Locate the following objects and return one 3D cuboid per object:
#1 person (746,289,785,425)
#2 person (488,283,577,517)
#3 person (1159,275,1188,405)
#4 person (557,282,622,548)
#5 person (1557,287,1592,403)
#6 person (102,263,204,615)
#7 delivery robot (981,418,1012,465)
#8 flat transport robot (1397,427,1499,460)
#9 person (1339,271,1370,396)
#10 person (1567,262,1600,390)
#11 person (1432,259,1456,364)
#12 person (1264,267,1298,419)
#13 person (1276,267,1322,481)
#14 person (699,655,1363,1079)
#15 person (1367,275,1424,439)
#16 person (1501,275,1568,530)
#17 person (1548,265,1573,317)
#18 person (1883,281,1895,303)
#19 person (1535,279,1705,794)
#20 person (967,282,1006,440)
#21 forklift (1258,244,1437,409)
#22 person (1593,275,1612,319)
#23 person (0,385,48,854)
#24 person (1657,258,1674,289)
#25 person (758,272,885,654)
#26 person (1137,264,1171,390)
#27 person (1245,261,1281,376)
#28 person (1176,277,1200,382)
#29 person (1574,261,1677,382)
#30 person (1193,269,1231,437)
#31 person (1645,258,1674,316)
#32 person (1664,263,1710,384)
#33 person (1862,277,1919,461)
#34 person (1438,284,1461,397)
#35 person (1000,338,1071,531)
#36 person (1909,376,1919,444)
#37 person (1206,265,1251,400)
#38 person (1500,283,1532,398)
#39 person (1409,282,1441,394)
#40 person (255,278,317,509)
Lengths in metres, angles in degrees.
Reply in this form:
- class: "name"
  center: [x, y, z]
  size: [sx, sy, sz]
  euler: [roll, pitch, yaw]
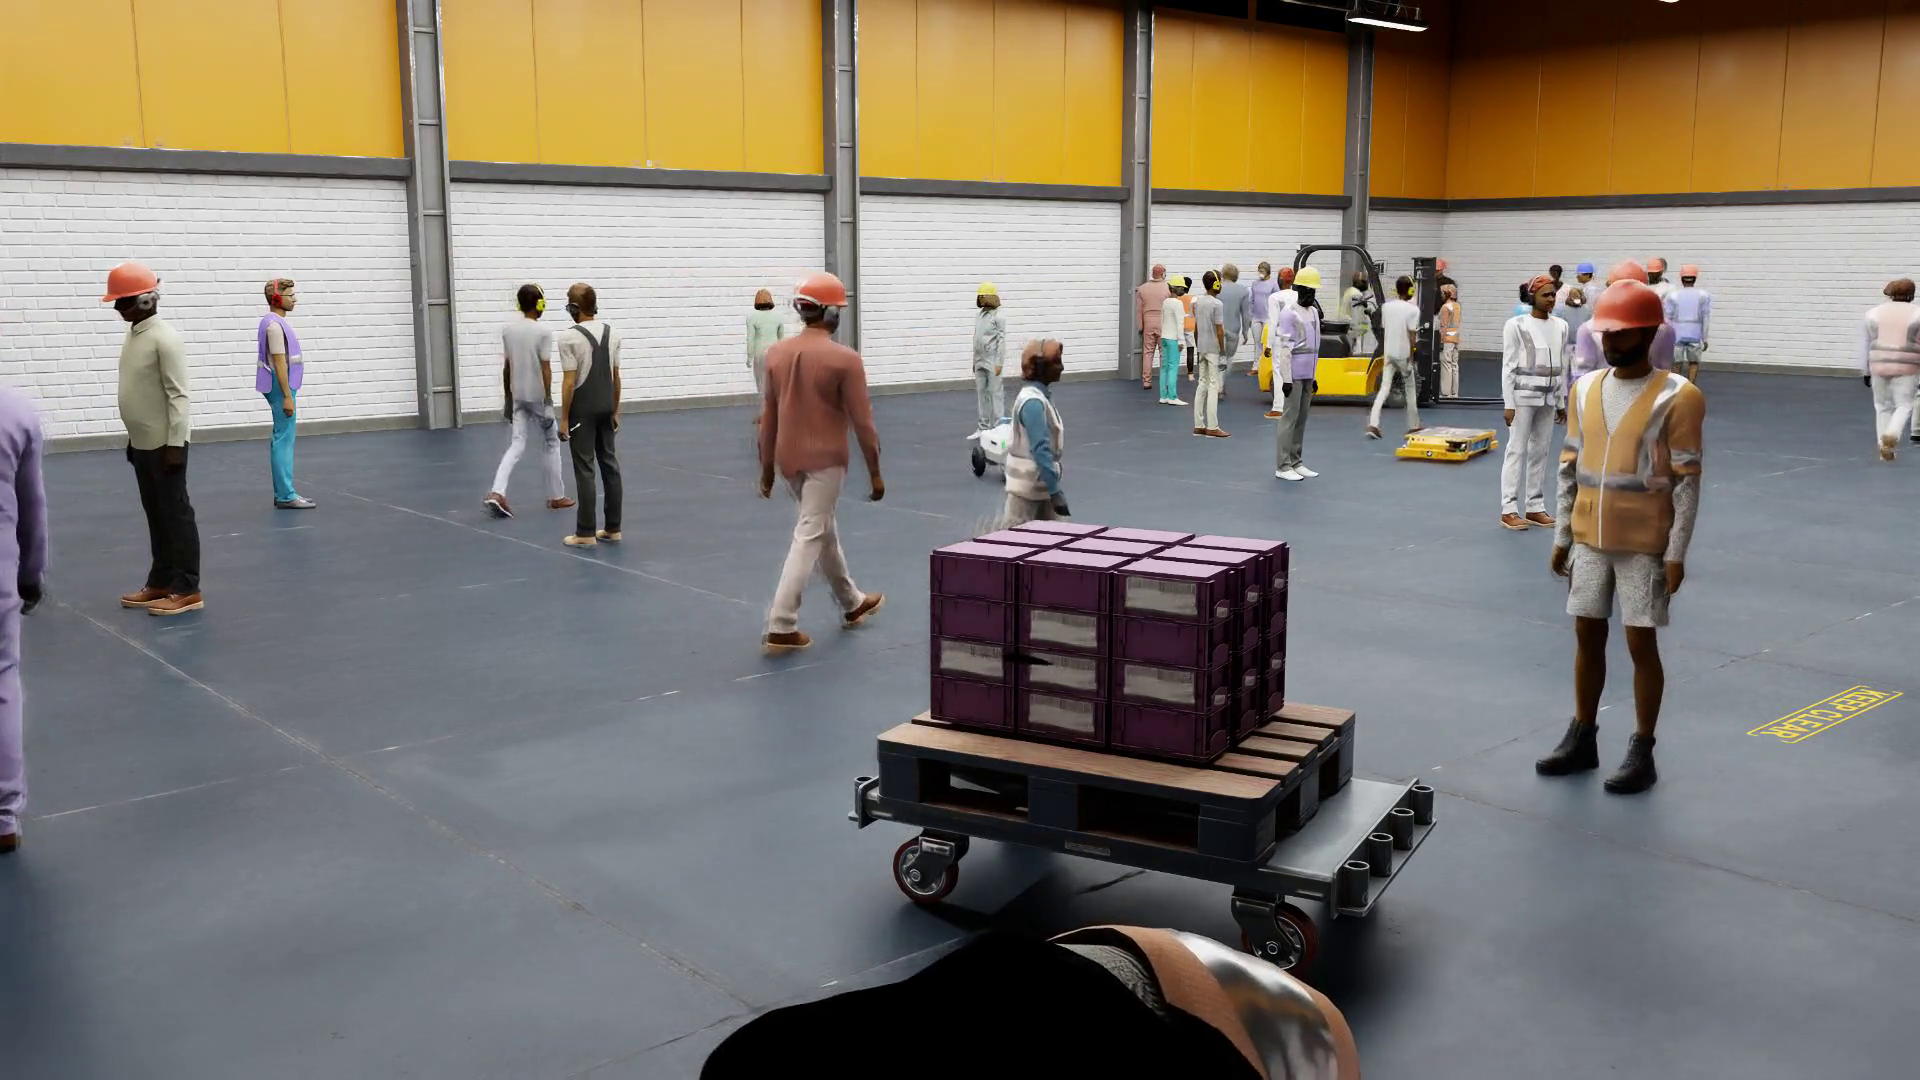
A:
- class: "person"
  center: [-2.333, -2.189, 19.967]
  size: [0.501, 1.625, 0.289]
  euler: [-5, 11, -28]
- class: "person"
  center: [-3.400, -1.096, 13.022]
  size: [0.531, 1.827, 0.940]
  euler: [4, 10, 21]
- class: "person"
  center: [2.912, -2.716, 22.649]
  size: [0.329, 1.765, 0.526]
  euler: [-3, 10, -18]
- class: "person"
  center: [-2.596, -0.860, 11.581]
  size: [0.392, 1.843, 0.514]
  euler: [8, 12, 38]
- class: "person"
  center: [8.427, -2.655, 22.789]
  size: [0.492, 1.600, 0.725]
  euler: [0, 10, 3]
- class: "person"
  center: [-4.580, -0.568, 9.429]
  size: [0.609, 1.984, 0.398]
  euler: [9, 13, 42]
- class: "delivery robot"
  center: [0.432, -0.868, 15.093]
  size: [0.477, 0.478, 0.707]
  euler: [-3, 10, -15]
- class: "flat transport robot"
  center: [4.985, -0.996, 16.944]
  size: [0.652, 0.197, 1.431]
  euler: [6, 11, 31]
- class: "person"
  center: [5.580, -2.961, 23.940]
  size: [0.634, 1.816, 0.666]
  euler: [1, 10, 8]
- class: "person"
  center: [9.333, -3.210, 25.058]
  size: [0.688, 1.924, 0.632]
  euler: [2, 10, 10]
- class: "person"
  center: [8.700, -4.143, 30.399]
  size: [0.569, 1.969, 0.637]
  euler: [-8, 12, -38]
- class: "person"
  center: [4.036, -2.442, 20.700]
  size: [0.587, 1.879, 0.342]
  euler: [-6, 11, -31]
- class: "person"
  center: [3.097, -1.504, 15.086]
  size: [0.375, 1.922, 0.594]
  euler: [7, 12, 37]
- class: "person"
  center: [0.025, 0.895, 1.038]
  size: [0.594, 1.922, 0.385]
  euler: [-6, 11, -30]
- class: "person"
  center: [4.851, -2.026, 18.469]
  size: [0.519, 1.827, 0.985]
  euler: [9, 13, 42]
- class: "person"
  center: [4.274, -1.018, 12.364]
  size: [0.574, 1.883, 0.356]
  euler: [-4, 11, -24]
- class: "person"
  center: [9.203, -3.329, 25.895]
  size: [0.646, 1.874, 0.714]
  euler: [-8, 12, -38]
- class: "person"
  center: [14.546, -3.232, 26.053]
  size: [0.269, 1.632, 0.504]
  euler: [4, 10, 20]
- class: "person"
  center: [2.488, -0.010, 6.305]
  size: [0.377, 1.933, 0.551]
  euler: [-7, 12, -35]
- class: "person"
  center: [0.296, -1.943, 18.187]
  size: [0.296, 1.744, 0.487]
  euler: [-8, 13, -39]
- class: "forklift"
  center: [5.256, -2.933, 22.661]
  size: [2.313, 2.155, 1.214]
  euler: [3, 10, 16]
- class: "person"
  center: [9.662, -3.064, 24.686]
  size: [0.531, 1.765, 0.327]
  euler: [4, 11, 23]
- class: "person"
  center: [-3.510, 0.117, 5.693]
  size: [0.767, 1.881, 0.684]
  euler: [8, 13, 39]
- class: "person"
  center: [11.512, -3.720, 27.721]
  size: [0.687, 2.000, 0.848]
  euler: [2, 10, 10]
- class: "person"
  center: [-0.697, -0.414, 8.664]
  size: [0.651, 1.934, 1.045]
  euler: [7, 12, 36]
- class: "person"
  center: [3.005, -3.222, 25.197]
  size: [0.655, 1.906, 0.407]
  euler: [5, 11, 26]
- class: "person"
  center: [5.092, -3.691, 27.868]
  size: [0.370, 1.934, 0.627]
  euler: [-8, 13, -40]
- class: "person"
  center: [3.624, -3.380, 26.851]
  size: [0.529, 1.661, 0.321]
  euler: [4, 11, 23]
- class: "person"
  center: [4.234, -0.770, 10.621]
  size: [0.621, 1.980, 1.047]
  euler: [3, 10, 15]
- class: "person"
  center: [2.820, -2.078, 18.635]
  size: [0.328, 1.862, 0.513]
  euler: [-5, 11, -28]
- class: "person"
  center: [10.186, -3.156, 24.593]
  size: [0.626, 1.975, 1.075]
  euler: [9, 13, 42]
- class: "person"
  center: [9.629, -2.701, 22.081]
  size: [0.567, 1.926, 0.399]
  euler: [3, 10, 19]
- class: "person"
  center: [9.132, -1.649, 16.267]
  size: [0.633, 1.820, 0.691]
  euler: [9, 13, 43]
- class: "person"
  center: [6.856, -2.767, 23.339]
  size: [0.312, 1.632, 0.518]
  euler: [7, 12, 37]
- class: "person"
  center: [0.343, -0.258, 8.729]
  size: [0.831, 1.602, 0.510]
  euler: [2, 10, 13]
- class: "person"
  center: [10.415, -1.914, 17.752]
  size: [0.404, 1.834, 0.591]
  euler: [2, 10, 9]
- class: "person"
  center: [3.739, -2.917, 23.438]
  size: [0.695, 1.891, 0.817]
  euler: [1, 10, 4]
- class: "person"
  center: [7.914, -2.741, 23.117]
  size: [0.532, 1.655, 0.851]
  euler: [-7, 12, -37]
- class: "person"
  center: [6.736, -2.995, 24.457]
  size: [0.538, 1.709, 0.884]
  euler: [-4, 11, -24]
- class: "person"
  center: [-5.443, -1.168, 13.345]
  size: [0.389, 1.846, 0.567]
  euler: [-5, 11, -25]
